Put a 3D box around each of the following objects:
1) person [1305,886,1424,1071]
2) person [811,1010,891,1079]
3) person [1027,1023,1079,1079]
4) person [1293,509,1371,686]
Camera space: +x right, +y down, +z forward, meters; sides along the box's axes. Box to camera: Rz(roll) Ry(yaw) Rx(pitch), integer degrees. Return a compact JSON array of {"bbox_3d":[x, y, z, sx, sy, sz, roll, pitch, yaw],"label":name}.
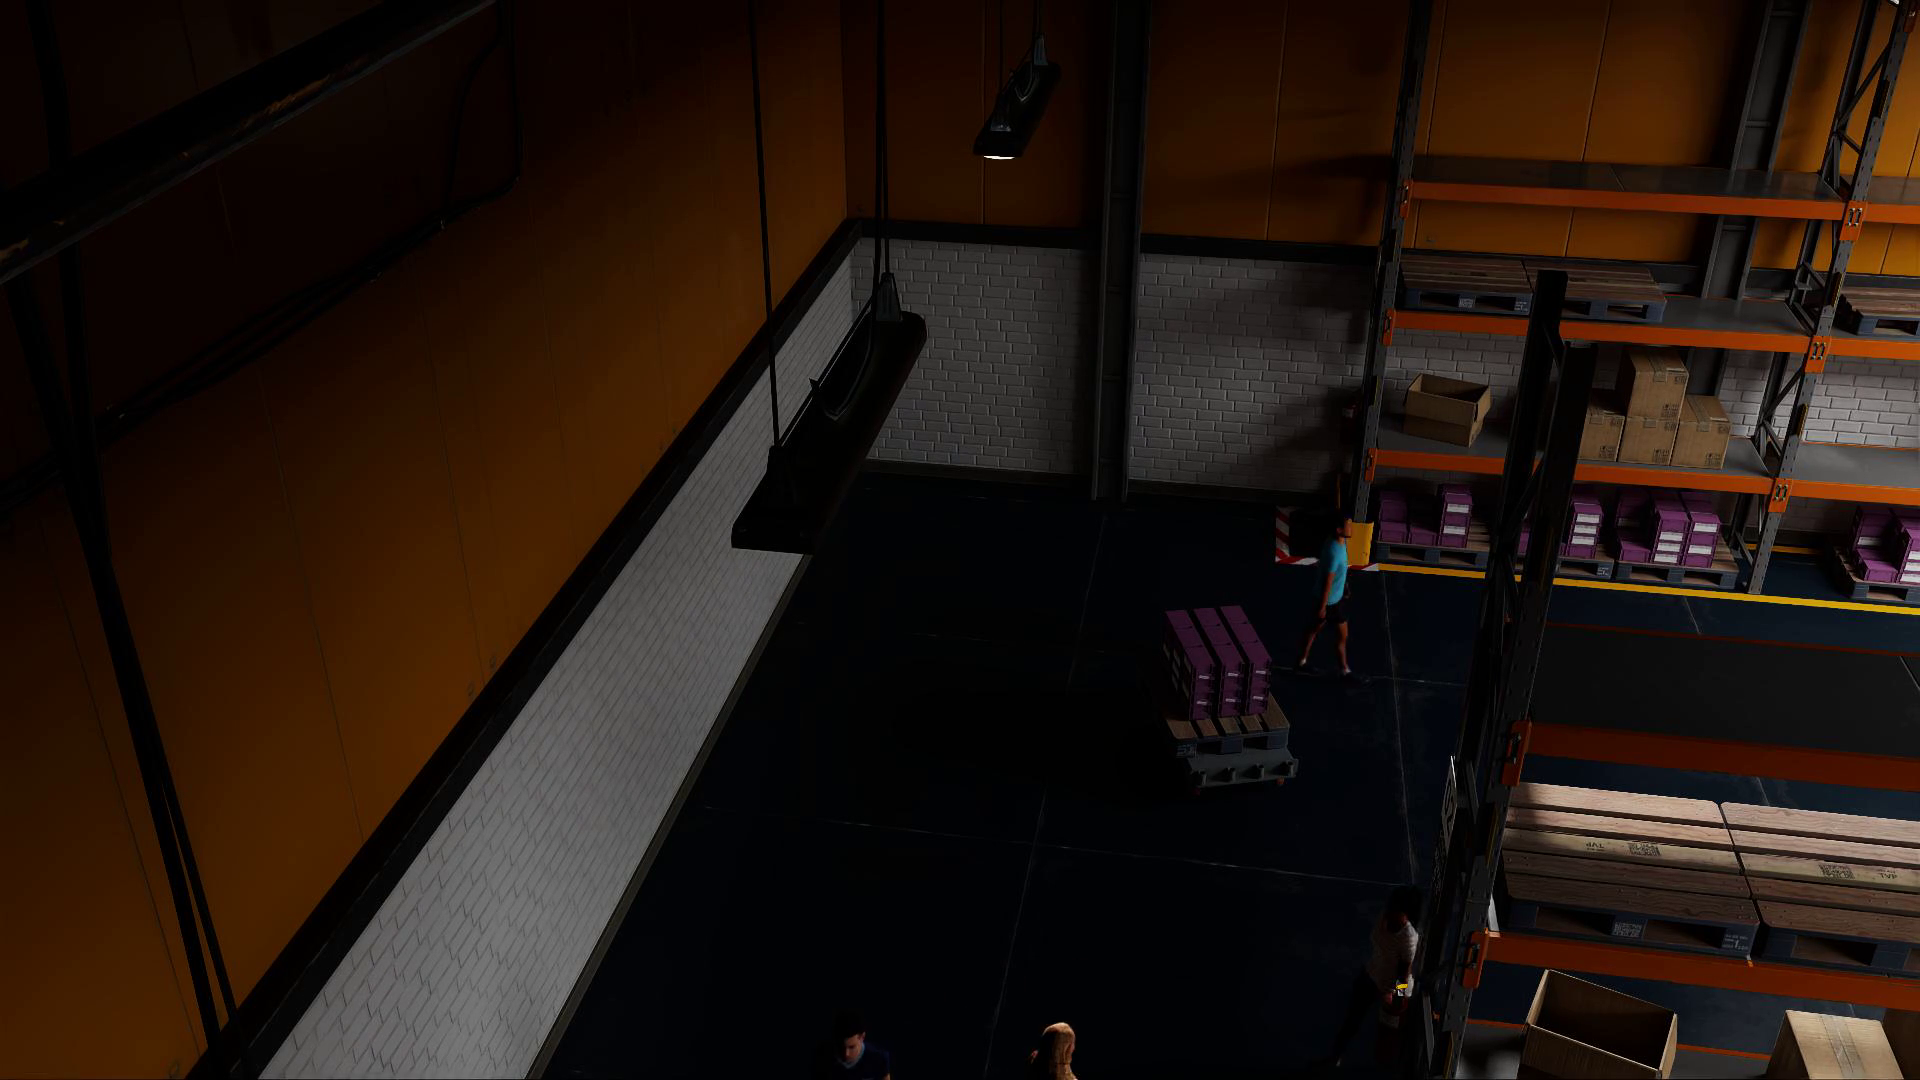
[{"bbox_3d":[2.913,2.930,10.972,1.196,1.593,0.870,-6,29,-11],"label":"person"},{"bbox_3d":[-0.604,3.380,9.934,0.936,1.797,0.739,4,29,7],"label":"person"},{"bbox_3d":[0.439,3.546,9.643,1.034,1.784,0.971,-19,34,-30],"label":"person"},{"bbox_3d":[3.281,0.512,15.237,0.943,1.753,0.691,7,29,13],"label":"person"}]
